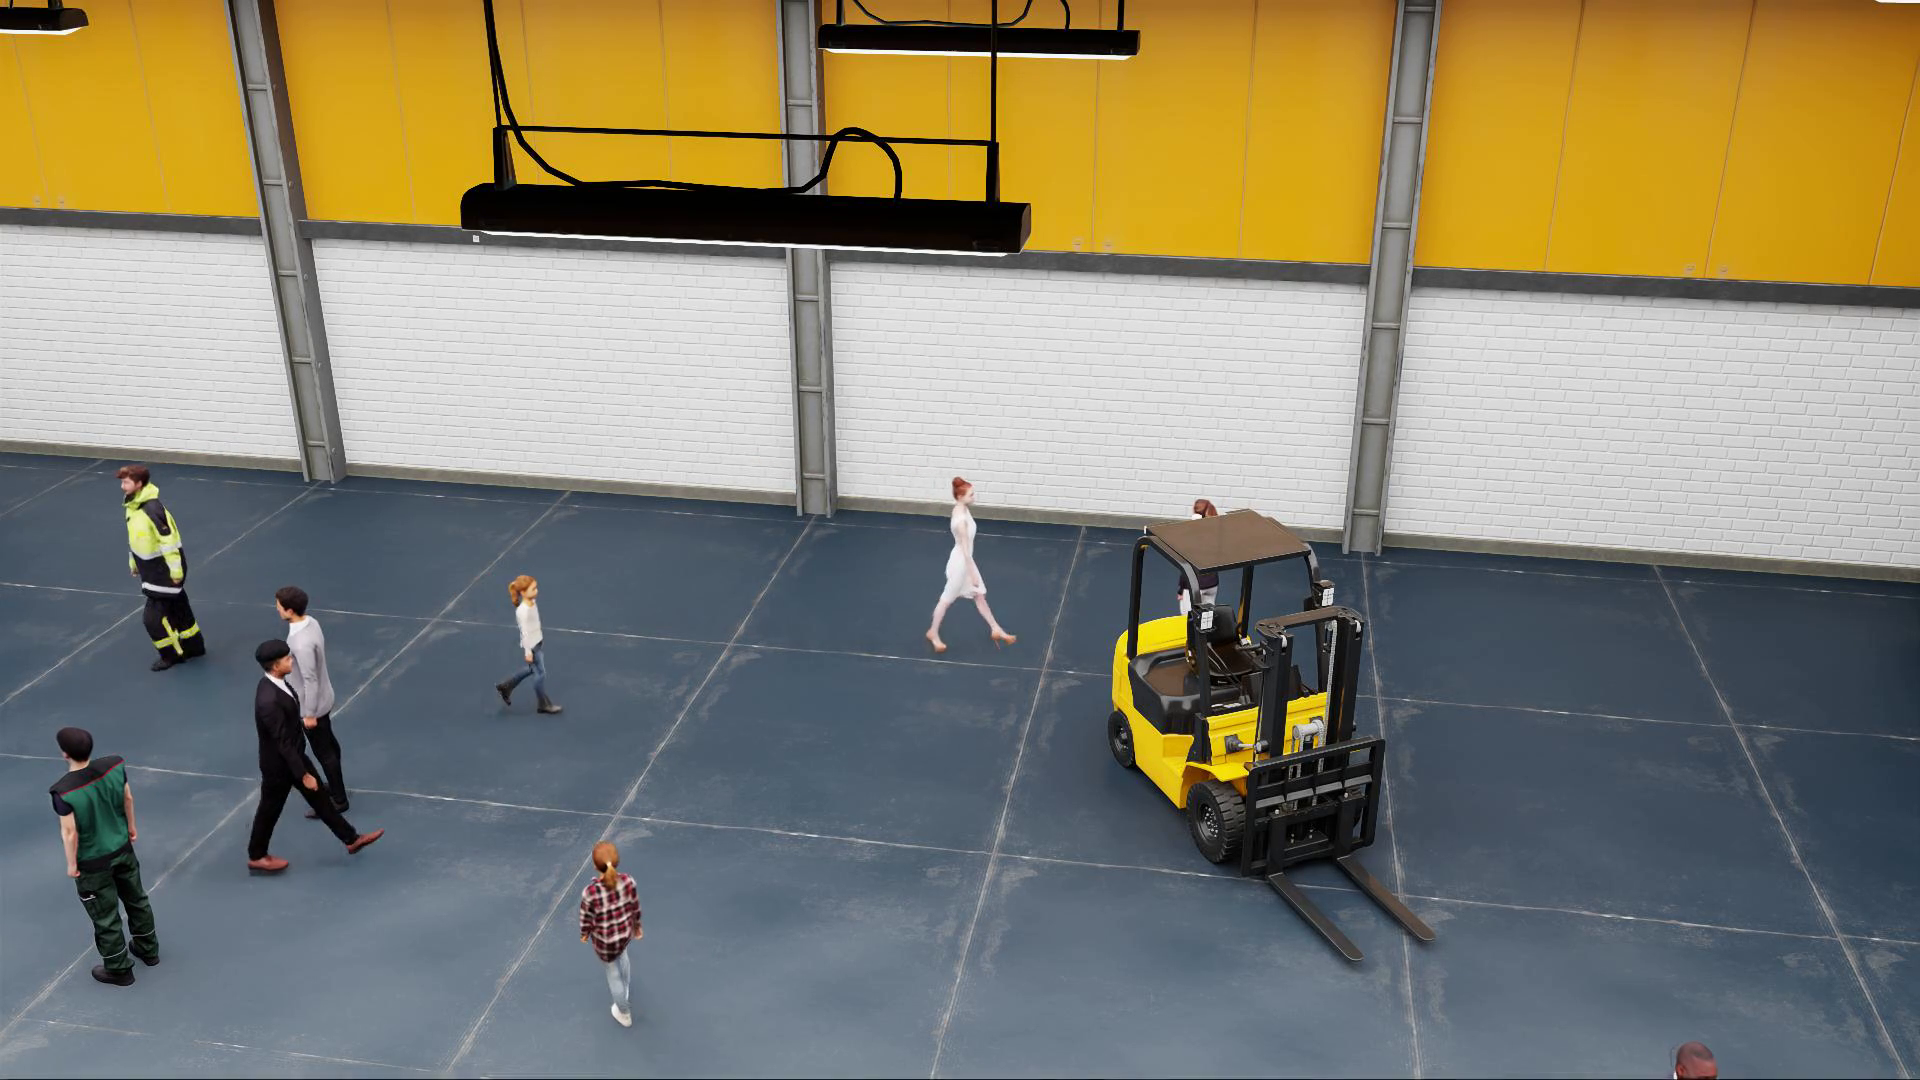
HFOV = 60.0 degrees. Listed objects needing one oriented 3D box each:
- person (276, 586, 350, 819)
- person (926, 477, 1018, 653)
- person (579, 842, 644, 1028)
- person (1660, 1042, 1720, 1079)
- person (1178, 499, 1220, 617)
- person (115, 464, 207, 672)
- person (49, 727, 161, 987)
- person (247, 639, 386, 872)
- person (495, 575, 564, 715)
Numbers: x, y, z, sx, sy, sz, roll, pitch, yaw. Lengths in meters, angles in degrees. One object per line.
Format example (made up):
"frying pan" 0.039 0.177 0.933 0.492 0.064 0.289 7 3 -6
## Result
"person" -4.985 1.224 12.832 0.819 1.920 0.832 -9 25 -19
"person" -0.094 0.275 15.209 1.068 1.756 0.620 3 24 6
"person" -2.189 2.539 10.610 0.728 1.290 0.789 -17 29 -33
"person" 3.517 3.245 8.330 0.778 1.824 0.827 -17 29 -34
"person" 2.136 0.439 14.867 0.642 1.730 0.714 -12 26 -26
"person" -7.163 0.209 15.103 0.933 1.962 1.019 21 31 40
"person" -5.648 2.054 10.957 0.658 1.901 0.721 10 26 22
"person" -5.007 1.626 12.043 1.318 1.817 0.992 -3 24 -7
"person" -3.755 0.911 14.317 0.824 1.304 0.551 0 24 1
